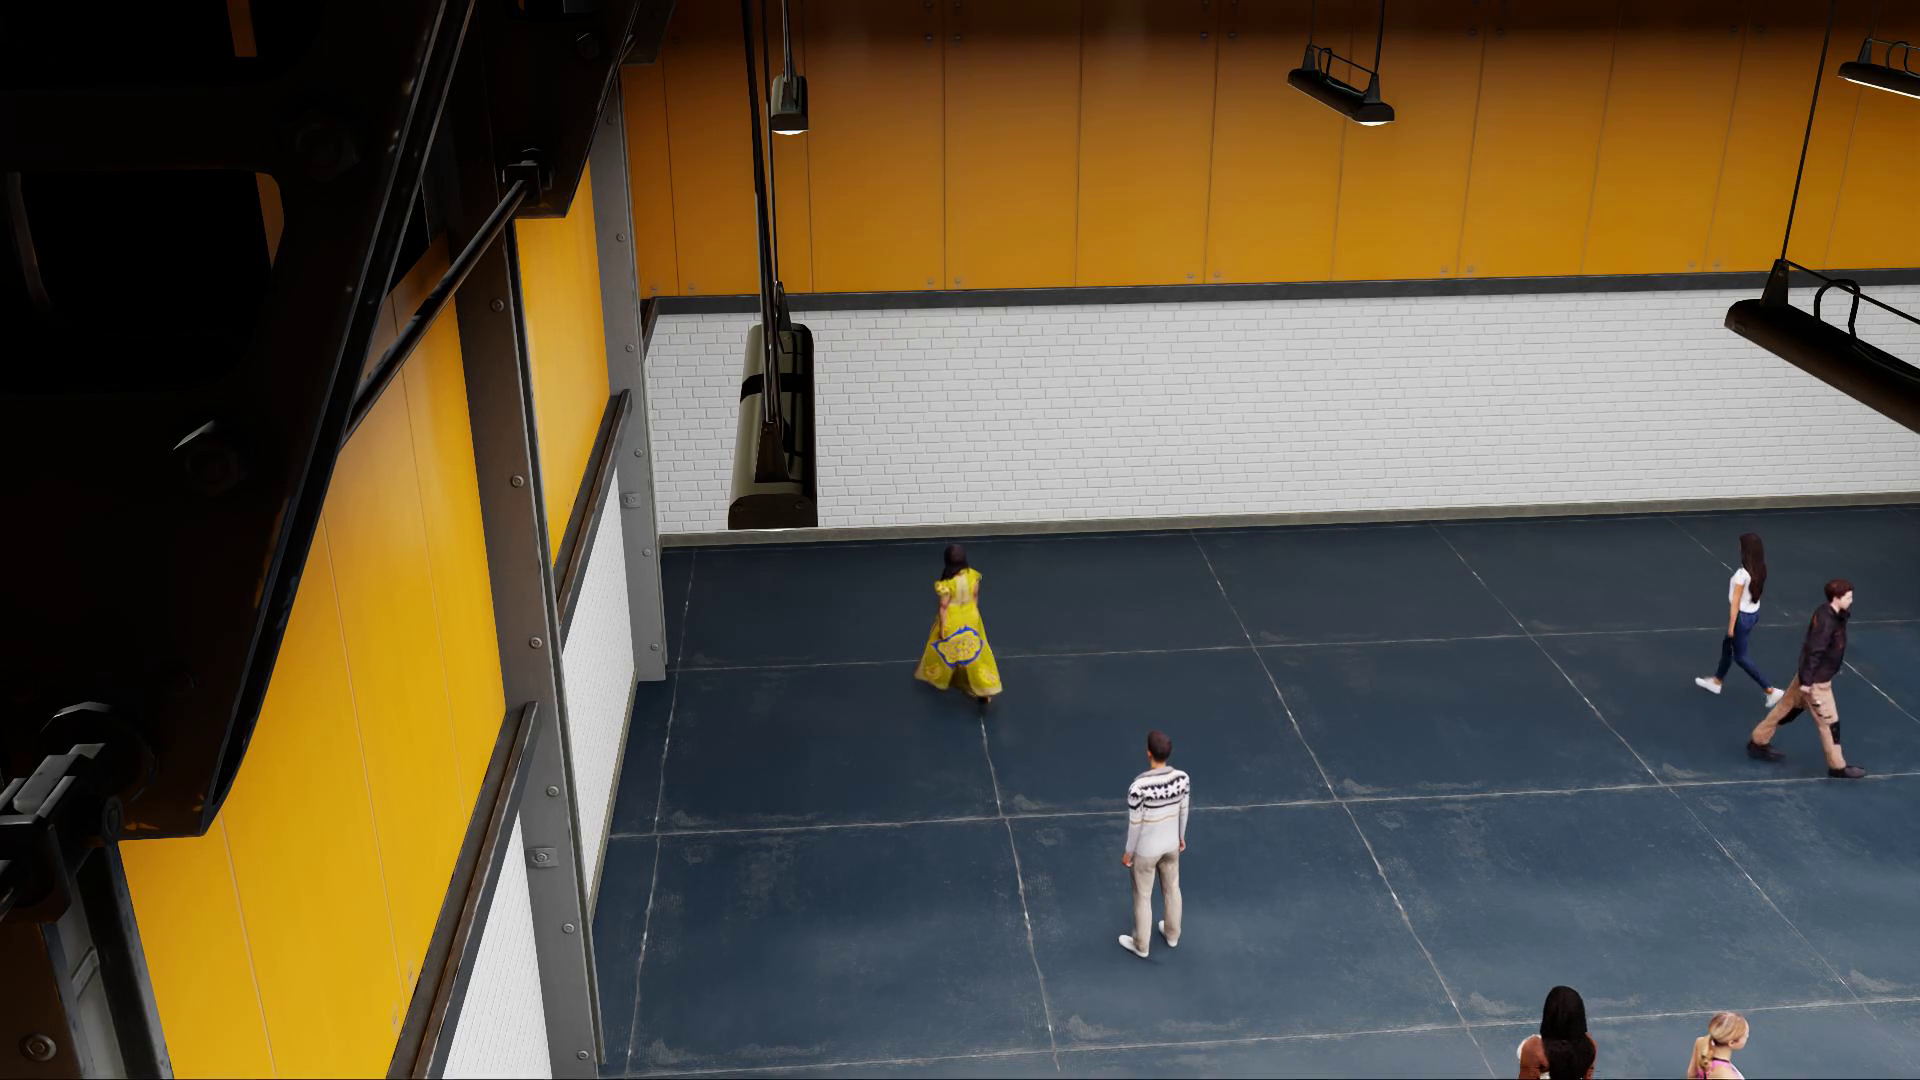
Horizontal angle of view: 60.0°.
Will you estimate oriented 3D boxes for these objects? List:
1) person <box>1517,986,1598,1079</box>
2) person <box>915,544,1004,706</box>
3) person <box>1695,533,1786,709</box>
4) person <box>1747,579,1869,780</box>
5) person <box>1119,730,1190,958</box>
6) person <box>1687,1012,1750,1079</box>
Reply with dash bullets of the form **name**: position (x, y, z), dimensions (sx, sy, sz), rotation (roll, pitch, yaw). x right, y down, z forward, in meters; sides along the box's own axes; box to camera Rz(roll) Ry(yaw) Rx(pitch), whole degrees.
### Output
- **person**: position (3.525, 3.479, 9.876), dimensions (0.647, 1.774, 1.153), rotation (-2, 24, -5)
- **person**: position (0.030, 0.853, 16.082), dimensions (1.075, 1.617, 1.316), rotation (-13, 27, -28)
- **person**: position (7.632, 0.818, 16.002), dimensions (1.069, 1.745, 1.200), rotation (-20, 30, -37)
- **person**: position (7.592, 1.209, 14.940), dimensions (1.193, 1.879, 1.268), rotation (12, 26, 26)
- **person**: position (1.470, 2.284, 12.505), dimensions (0.758, 1.860, 0.697), rotation (-11, 26, -24)
- **person**: position (4.368, 3.512, 9.784), dimensions (0.654, 1.788, 0.445), rotation (-2, 24, -5)
